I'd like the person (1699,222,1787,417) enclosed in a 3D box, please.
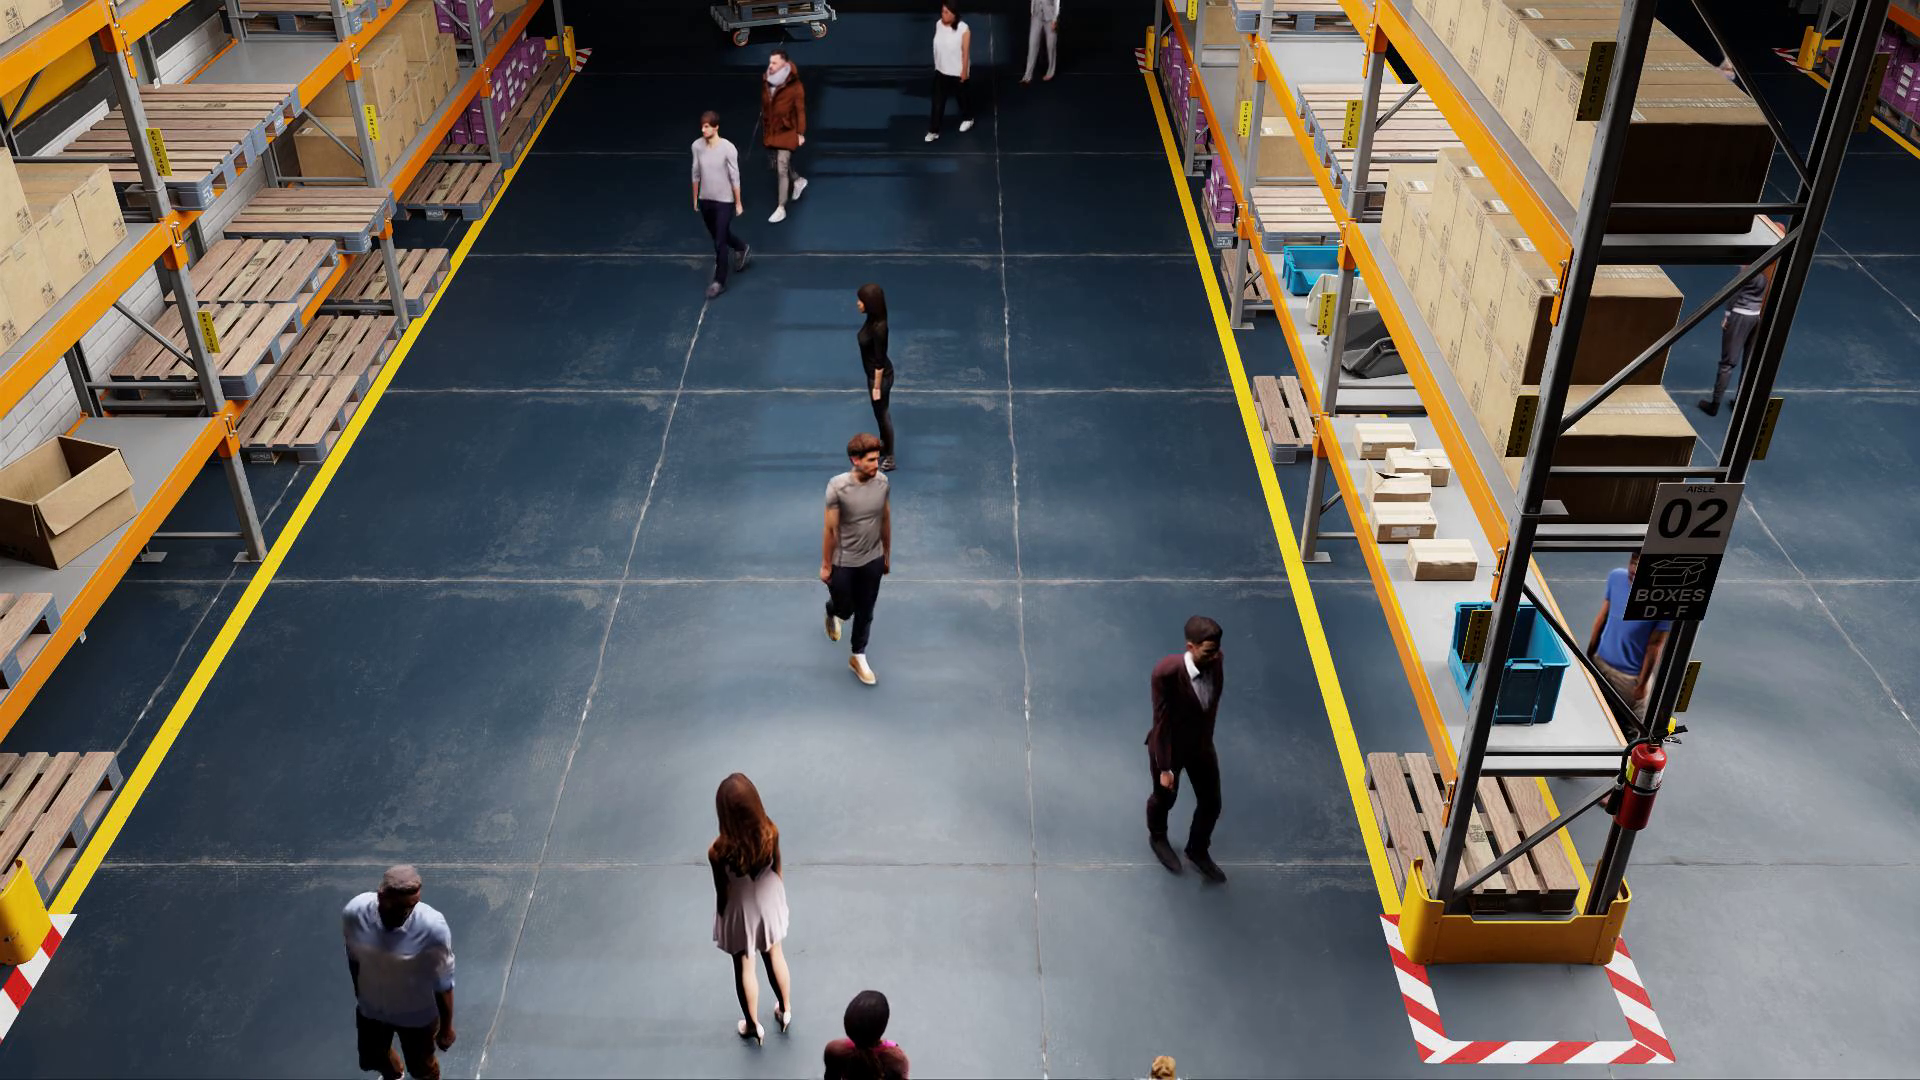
[{"bbox_3d":[6.776,-1.890,14.283,0.577,1.779,0.498,-2,34,-3],"label":"person"}]

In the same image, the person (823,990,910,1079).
[{"bbox_3d":[-0.437,2.707,7.427,0.629,1.712,0.872,5,34,7],"label":"person"}]

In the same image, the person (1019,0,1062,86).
[{"bbox_3d":[1.167,-6.866,21.803,0.939,1.741,1.129,18,37,24],"label":"person"}]

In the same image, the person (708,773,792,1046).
[{"bbox_3d":[-1.069,1.924,8.554,0.670,1.768,0.710,-17,37,-23],"label":"person"}]

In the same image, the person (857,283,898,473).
[{"bbox_3d":[-0.658,-1.342,13.585,0.663,1.638,0.505,-7,34,-11],"label":"person"}]

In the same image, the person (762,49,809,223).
[{"bbox_3d":[-1.896,-4.433,18.078,1.079,1.812,1.213,22,39,29],"label":"person"}]

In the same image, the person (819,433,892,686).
[{"bbox_3d":[-0.741,0.075,11.242,0.909,1.872,1.041,-14,36,-20],"label":"person"}]

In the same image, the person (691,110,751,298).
[{"bbox_3d":[-2.345,-3.386,16.502,1.005,1.813,1.228,17,37,24],"label":"person"}]

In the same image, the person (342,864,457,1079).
[{"bbox_3d":[-2.741,2.221,8.101,0.864,1.776,0.656,12,36,18],"label":"person"}]

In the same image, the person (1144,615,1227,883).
[{"bbox_3d":[1.241,1.135,9.673,0.842,1.845,0.908,-15,36,-21],"label":"person"}]

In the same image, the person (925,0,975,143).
[{"bbox_3d":[-0.056,-5.701,20.136,1.032,1.647,1.188,21,39,28],"label":"person"}]

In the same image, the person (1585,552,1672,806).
[{"bbox_3d":[4.073,0.764,10.216,0.783,1.860,0.677,-20,38,-27],"label":"person"}]
